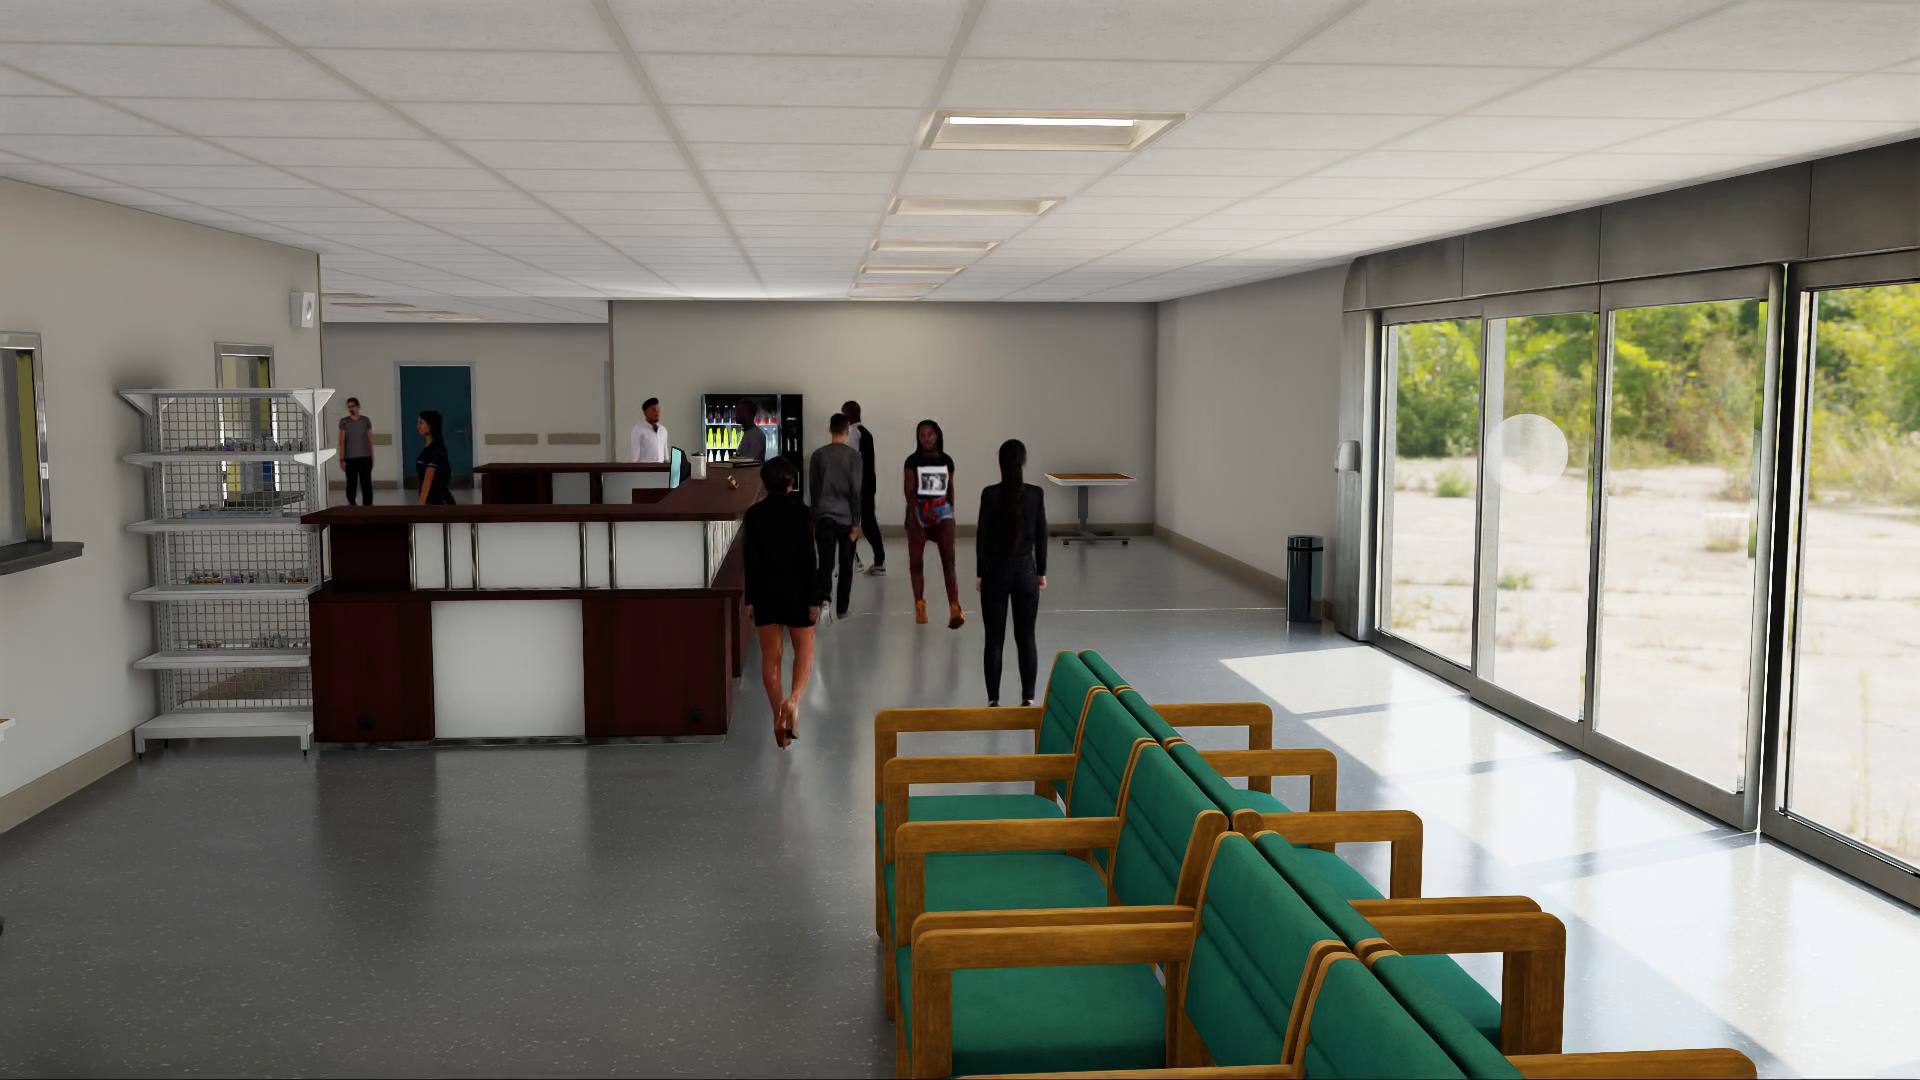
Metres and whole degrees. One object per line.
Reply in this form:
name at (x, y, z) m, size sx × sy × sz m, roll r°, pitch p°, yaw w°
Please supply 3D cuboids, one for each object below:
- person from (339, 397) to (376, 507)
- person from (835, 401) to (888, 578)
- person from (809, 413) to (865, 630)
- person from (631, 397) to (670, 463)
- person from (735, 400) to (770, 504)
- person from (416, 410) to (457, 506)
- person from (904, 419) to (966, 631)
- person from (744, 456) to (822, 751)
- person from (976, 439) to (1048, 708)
person at (-8.560, -1.138, 23.601) m, size 1.119 × 1.723 × 0.945 m, roll -3°, pitch 6°, yaw -27°
person at (-0.947, -0.505, 16.895) m, size 0.924 × 1.806 × 0.931 m, roll 3°, pitch 6°, yaw 24°
person at (-1.025, -0.137, 13.611) m, size 1.135 × 1.730 × 0.820 m, roll 0°, pitch 6°, yaw 3°
person at (-3.660, -0.744, 19.394) m, size 1.203 × 1.782 × 1.143 m, roll 5°, pitch 7°, yaw 39°
person at (-1.922, -0.453, 16.364) m, size 1.106 × 1.808 × 0.899 m, roll -3°, pitch 6°, yaw -25°
person at (-4.575, -0.268, 14.867) m, size 0.981 × 1.740 × 0.764 m, roll -3°, pitch 6°, yaw -24°
person at (-0.290, -0.100, 13.523) m, size 1.165 × 1.674 × 0.828 m, roll -2°, pitch 6°, yaw -17°
person at (-0.982, 0.365, 9.120) m, size 0.585 × 1.630 × 0.689 m, roll 1°, pitch 6°, yaw 5°
person at (0.304, 0.253, 9.844) m, size 0.434 × 1.709 × 0.643 m, roll -1°, pitch 6°, yaw -8°
